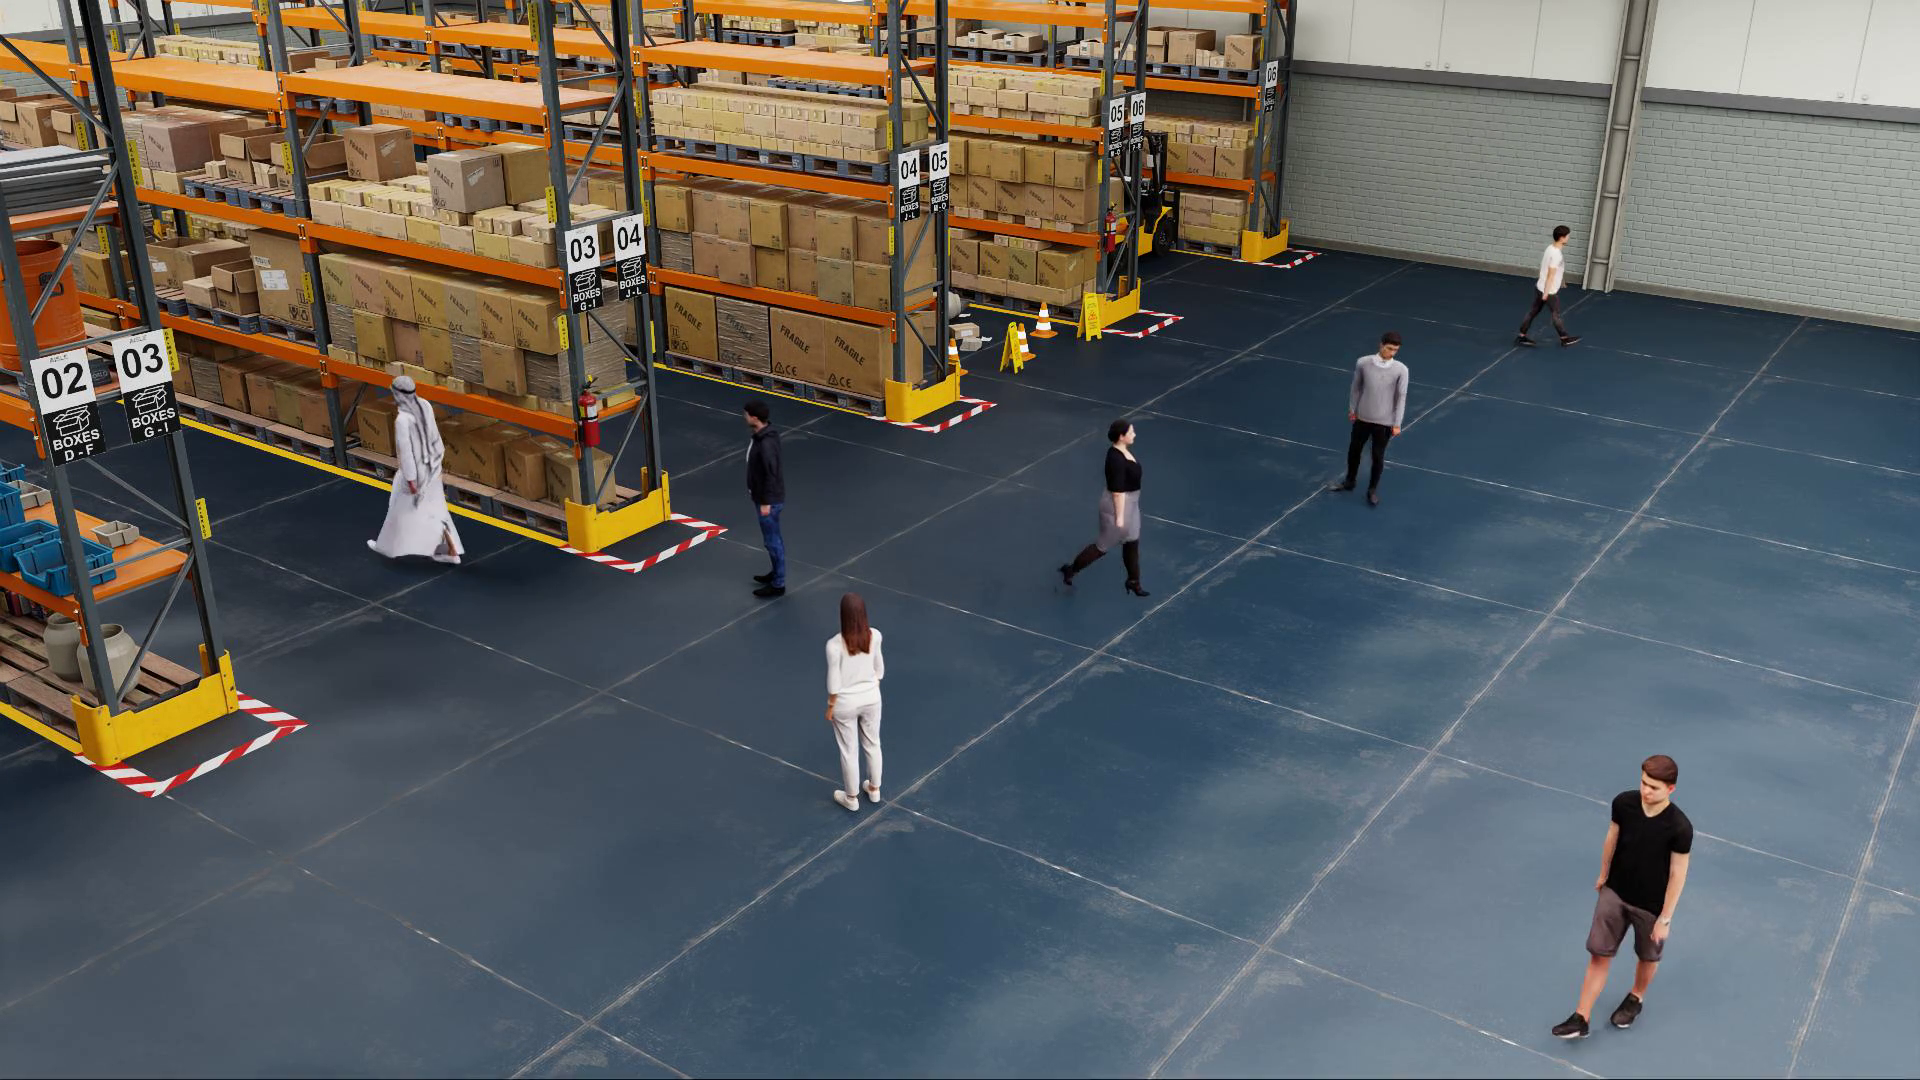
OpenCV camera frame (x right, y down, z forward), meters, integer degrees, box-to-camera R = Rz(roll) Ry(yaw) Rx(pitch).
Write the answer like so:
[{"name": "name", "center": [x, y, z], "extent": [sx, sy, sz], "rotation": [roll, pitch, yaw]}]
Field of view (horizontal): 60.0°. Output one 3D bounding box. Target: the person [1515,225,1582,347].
[{"name": "person", "center": [7.957, -3.450, 22.746], "extent": [1.171, 1.677, 1.008], "rotation": [0, 23, 0]}]

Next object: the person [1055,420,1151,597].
[{"name": "person", "center": [1.337, -0.256, 15.167], "extent": [1.213, 1.730, 0.970], "rotation": [4, 23, 9]}]

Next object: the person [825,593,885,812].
[{"name": "person", "center": [-0.742, 1.147, 11.922], "extent": [0.675, 1.688, 0.670], "rotation": [-13, 26, -28]}]

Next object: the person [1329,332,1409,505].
[{"name": "person", "center": [4.338, -1.301, 17.429], "extent": [0.934, 1.884, 0.573], "rotation": [-21, 31, -40]}]

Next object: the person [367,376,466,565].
[{"name": "person", "center": [-5.080, -0.632, 15.847], "extent": [1.253, 1.889, 0.916], "rotation": [7, 24, 16]}]

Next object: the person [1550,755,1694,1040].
[{"name": "person", "center": [3.996, 2.034, 9.645], "extent": [0.935, 1.837, 1.048], "rotation": [-18, 29, -36]}]

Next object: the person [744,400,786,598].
[{"name": "person", "center": [-1.750, -0.399, 15.299], "extent": [0.792, 1.890, 0.758], "rotation": [-1, 23, -3]}]
